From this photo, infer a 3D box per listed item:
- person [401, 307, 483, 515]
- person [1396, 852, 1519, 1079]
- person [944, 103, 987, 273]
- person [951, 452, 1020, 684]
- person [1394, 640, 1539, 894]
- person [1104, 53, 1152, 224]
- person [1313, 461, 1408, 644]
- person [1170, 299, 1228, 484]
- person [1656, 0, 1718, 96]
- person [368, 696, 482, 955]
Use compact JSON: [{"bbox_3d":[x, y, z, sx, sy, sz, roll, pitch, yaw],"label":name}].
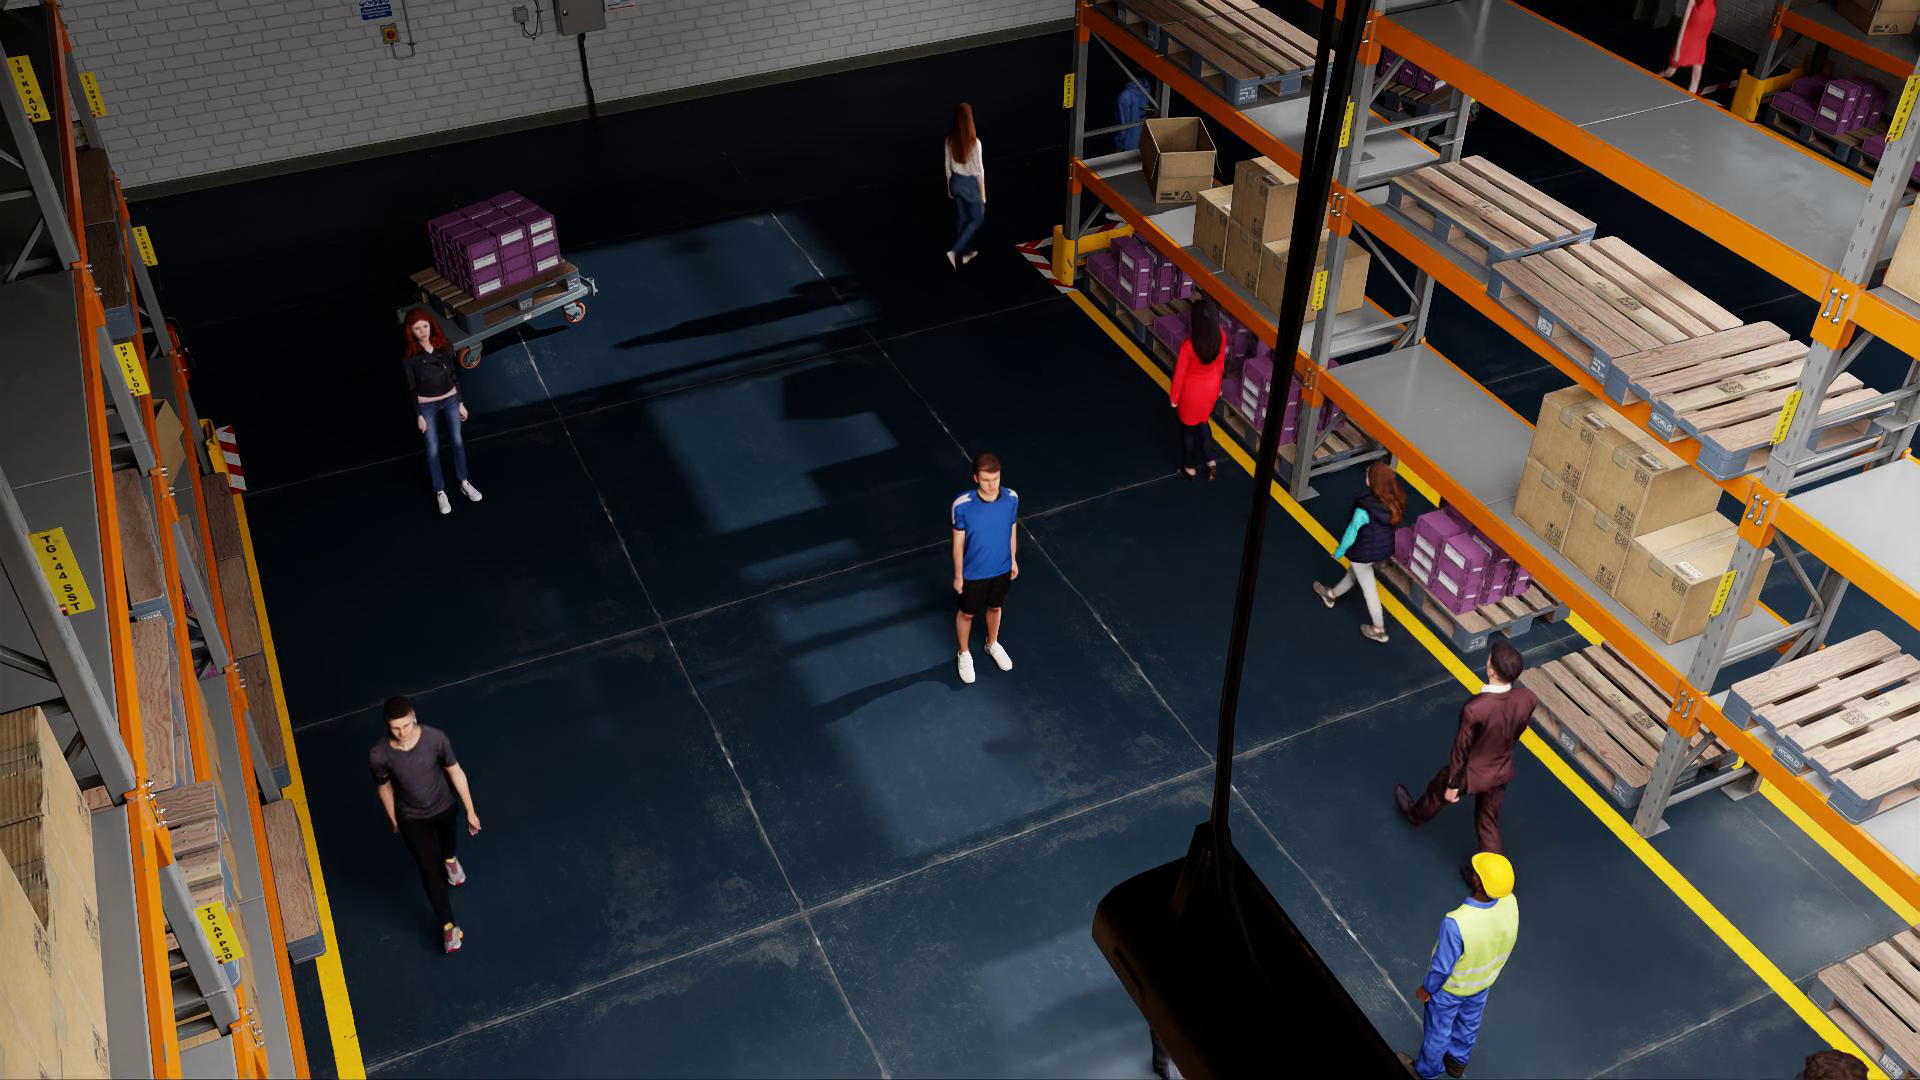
[{"bbox_3d":[-4.127,-1.045,13.159,0.609,1.786,0.589,-24,44,-27],"label":"person"},{"bbox_3d":[2.694,2.317,8.928,0.668,1.813,0.569,-18,42,-21],"label":"person"},{"bbox_3d":[0.017,-3.385,16.146,0.922,1.716,0.896,24,44,27],"label":"person"},{"bbox_3d":[0.168,0.157,11.591,0.653,1.866,0.583,-14,41,-17],"label":"person"},{"bbox_3d":[3.180,1.444,10.020,0.829,1.815,1.234,-10,40,-13],"label":"person"},{"bbox_3d":[1.750,-4.133,17.007,0.734,1.811,0.755,27,46,30],"label":"person"},{"bbox_3d":[2.989,0.113,11.969,0.735,1.462,1.022,-28,46,-30],"label":"person"},{"bbox_3d":[1.954,-1.118,13.290,0.645,1.738,0.745,-18,42,-22],"label":"person"},{"bbox_3d":[8.203,-5.610,18.872,0.661,1.791,1.152,-13,40,-15],"label":"person"},{"bbox_3d":[-3.196,1.545,9.972,0.662,1.717,1.104,-16,41,-19],"label":"person"}]
